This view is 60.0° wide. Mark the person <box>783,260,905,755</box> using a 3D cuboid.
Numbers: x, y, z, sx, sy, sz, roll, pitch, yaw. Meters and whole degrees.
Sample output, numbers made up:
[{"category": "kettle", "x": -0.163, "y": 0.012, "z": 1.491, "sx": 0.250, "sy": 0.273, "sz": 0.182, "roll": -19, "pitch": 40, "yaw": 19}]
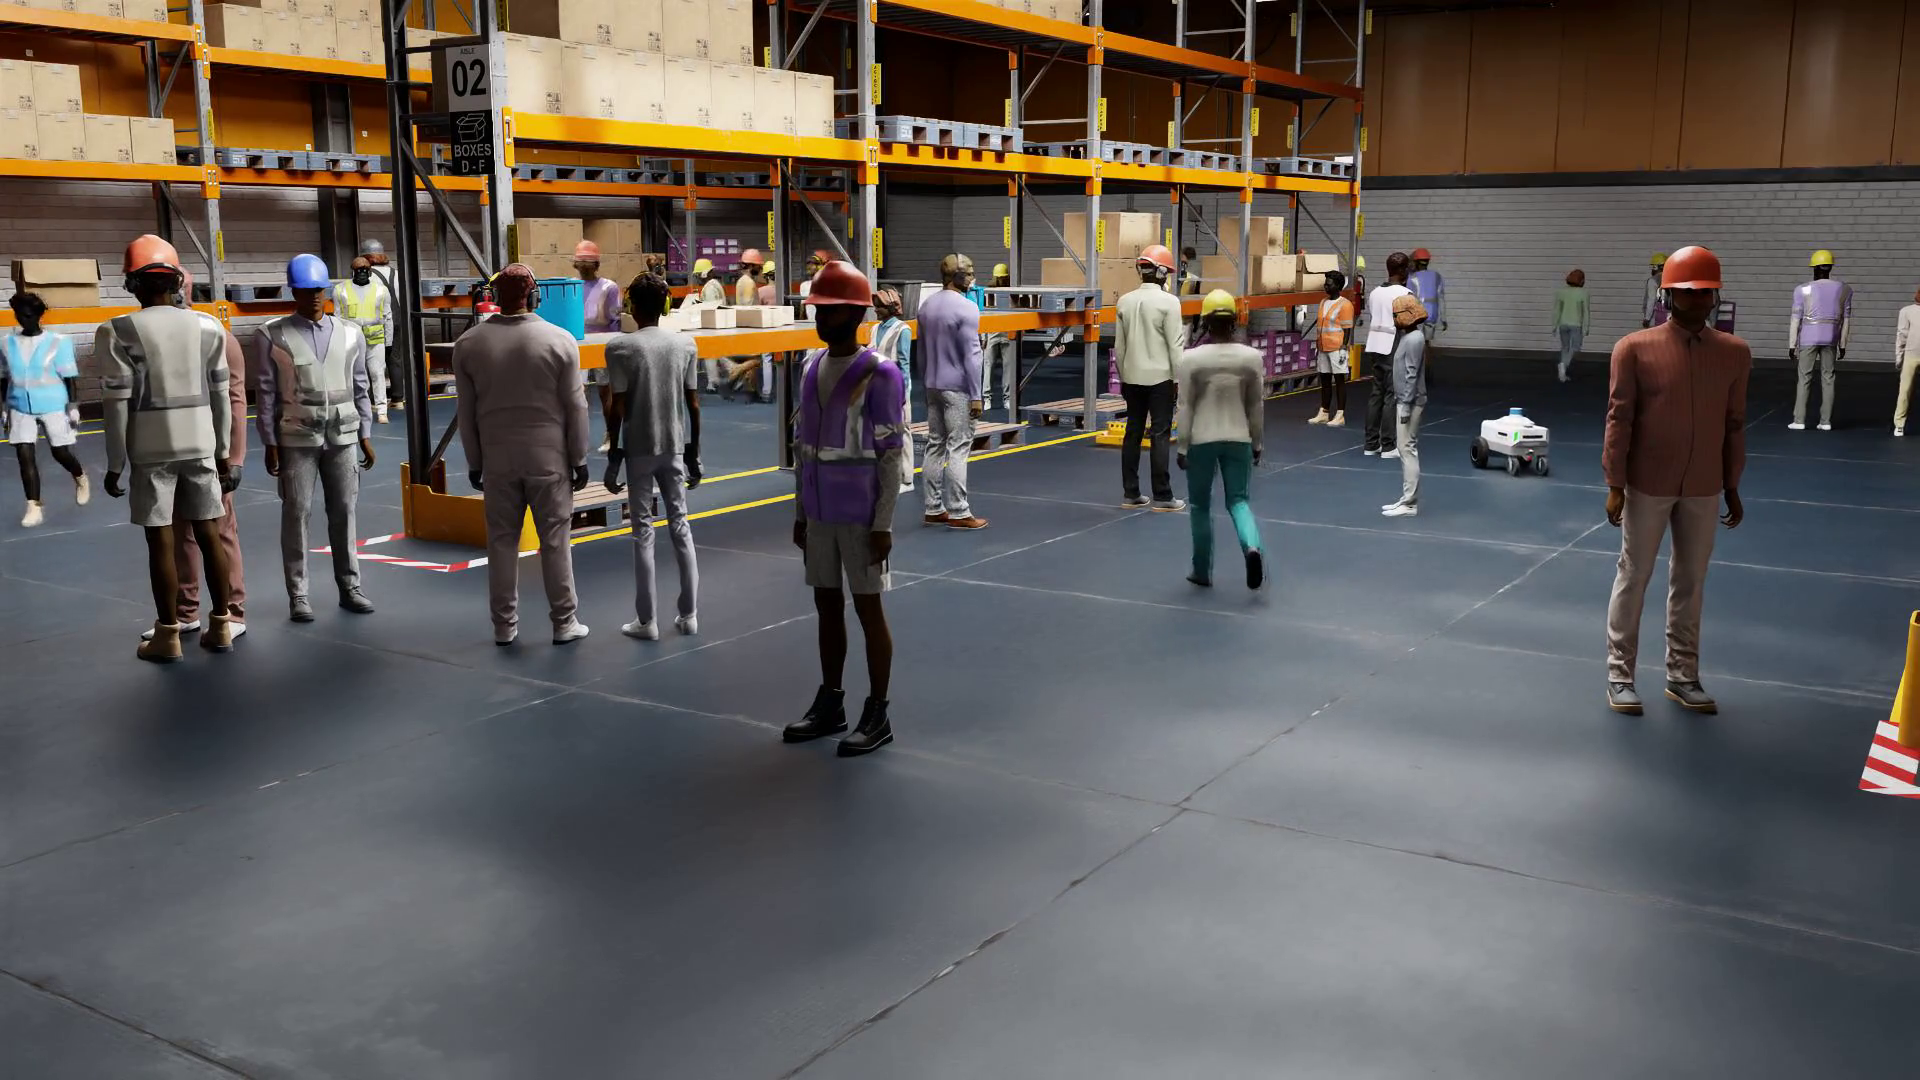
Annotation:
[{"category": "person", "x": -0.468, "y": -0.123, "z": 6.588, "sx": 0.547, "sy": 1.942, "sz": 0.350, "roll": 9, "pitch": 13, "yaw": 39}]

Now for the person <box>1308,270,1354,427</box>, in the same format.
[{"category": "person", "x": 4.054, "y": -2.081, "z": 18.124, "sx": 0.319, "sy": 1.695, "sz": 0.532, "roll": -5, "pitch": 11, "yaw": -26}]

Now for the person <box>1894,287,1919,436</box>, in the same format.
[{"category": "person", "x": 9.888, "y": -1.860, "z": 17.096, "sx": 0.499, "sy": 1.630, "sz": 0.292, "roll": 4, "pitch": 11, "yaw": 22}]

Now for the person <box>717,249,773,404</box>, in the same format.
[{"category": "person", "x": -2.634, "y": -2.594, "z": 20.358, "sx": 0.600, "sy": 1.919, "sz": 0.548, "roll": -3, "pitch": 11, "yaw": -16}]

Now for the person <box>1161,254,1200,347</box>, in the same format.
[{"category": "person", "x": 3.022, "y": -3.043, "z": 23.075, "sx": 0.626, "sy": 1.837, "sz": 0.428, "roll": 0, "pitch": 10, "yaw": 2}]

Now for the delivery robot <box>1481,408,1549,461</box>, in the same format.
[{"category": "delivery robot", "x": 4.851, "y": -0.913, "z": 14.548, "sx": 0.477, "sy": 0.478, "sz": 0.707, "roll": -1, "pitch": 10, "yaw": -7}]

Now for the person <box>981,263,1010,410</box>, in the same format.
[{"category": "person", "x": 0.483, "y": -2.421, "z": 19.868, "sx": 0.486, "sy": 1.744, "sz": 0.294, "roll": -2, "pitch": 10, "yaw": -13}]

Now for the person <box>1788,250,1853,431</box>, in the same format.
[{"category": "person", "x": 9.140, "y": -2.119, "z": 17.727, "sx": 0.592, "sy": 1.919, "sz": 0.398, "roll": 2, "pitch": 10, "yaw": 11}]

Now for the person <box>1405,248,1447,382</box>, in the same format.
[{"category": "person", "x": 6.455, "y": -3.108, "z": 23.226, "sx": 0.624, "sy": 1.904, "sz": 0.685, "roll": -1, "pitch": 10, "yaw": -3}]

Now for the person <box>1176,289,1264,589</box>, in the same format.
[{"category": "person", "x": 1.511, "y": -0.559, "z": 9.533, "sx": 0.532, "sy": 1.745, "sz": 0.660, "roll": -2, "pitch": 10, "yaw": -10}]

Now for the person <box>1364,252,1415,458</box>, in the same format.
[{"category": "person", "x": 4.002, "y": -1.718, "z": 15.529, "sx": 0.392, "sy": 1.911, "sz": 0.581, "roll": -3, "pitch": 11, "yaw": -18}]

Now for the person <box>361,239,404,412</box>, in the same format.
[{"category": "person", "x": -6.914, "y": -2.537, "z": 19.686, "sx": 0.538, "sy": 2.000, "sz": 0.681, "roll": 5, "pitch": 12, "yaw": 28}]

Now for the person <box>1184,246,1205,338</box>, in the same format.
[{"category": "person", "x": 4.064, "y": -4.166, "z": 29.084, "sx": 0.672, "sy": 1.911, "sz": 0.470, "roll": 0, "pitch": 10, "yaw": -1}]

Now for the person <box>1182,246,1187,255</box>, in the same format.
[{"category": "person", "x": 3.897, "y": -4.235, "z": 29.464, "sx": 0.434, "sy": 1.936, "sz": 0.622, "roll": 5, "pitch": 11, "yaw": 26}]

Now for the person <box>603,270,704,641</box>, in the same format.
[{"category": "person", "x": -1.559, "y": -0.423, "z": 8.453, "sx": 0.535, "sy": 1.868, "sz": 0.309, "roll": -7, "pitch": 12, "yaw": -32}]

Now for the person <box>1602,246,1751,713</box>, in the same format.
[{"category": "person", "x": 3.059, "y": -0.246, "z": 7.121, "sx": 0.613, "sy": 1.994, "sz": 0.381, "roll": -1, "pitch": 10, "yaw": -3}]

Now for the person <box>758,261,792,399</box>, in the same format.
[{"category": "person", "x": -2.390, "y": -2.667, "z": 21.205, "sx": 0.523, "sy": 1.759, "sz": 0.351, "roll": -6, "pitch": 12, "yaw": -29}]

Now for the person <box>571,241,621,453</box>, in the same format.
[{"category": "person", "x": -3.502, "y": -1.784, "z": 15.692, "sx": 0.626, "sy": 2.031, "sz": 0.664, "roll": 2, "pitch": 10, "yaw": 9}]

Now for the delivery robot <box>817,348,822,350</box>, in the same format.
[{"category": "delivery robot", "x": -1.936, "y": -2.586, "z": 23.817, "sx": 0.477, "sy": 0.478, "sz": 0.707, "roll": 2, "pitch": 10, "yaw": 11}]

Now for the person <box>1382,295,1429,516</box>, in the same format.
[{"category": "person", "x": 3.287, "y": -0.989, "z": 12.269, "sx": 0.295, "sy": 1.622, "sz": 0.510, "roll": 2, "pitch": 10, "yaw": 9}]

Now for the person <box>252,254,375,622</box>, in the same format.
[{"category": "person", "x": -3.448, "y": -0.548, "z": 8.922, "sx": 0.609, "sy": 1.948, "sz": 0.389, "roll": -9, "pitch": 13, "yaw": -40}]

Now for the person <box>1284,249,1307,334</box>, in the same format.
[{"category": "person", "x": 5.313, "y": -3.654, "z": 26.341, "sx": 0.345, "sy": 1.878, "sz": 0.578, "roll": 9, "pitch": 13, "yaw": 40}]

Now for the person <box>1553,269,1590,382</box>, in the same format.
[{"category": "person", "x": 8.644, "y": -3.032, "z": 23.608, "sx": 0.529, "sy": 1.611, "sz": 0.568, "roll": 10, "pitch": 14, "yaw": 43}]

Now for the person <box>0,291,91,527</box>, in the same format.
[{"category": "person", "x": -6.605, "y": -0.961, "z": 11.983, "sx": 0.542, "sy": 1.669, "sz": 0.703, "roll": -2, "pitch": 10, "yaw": -9}]

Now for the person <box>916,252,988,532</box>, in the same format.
[{"category": "person", "x": -0.060, "y": -1.028, "z": 11.611, "sx": 0.353, "sy": 1.936, "sz": 0.633, "roll": -8, "pitch": 13, "yaw": -36}]

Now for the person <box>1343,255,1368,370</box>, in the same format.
[{"category": "person", "x": 6.025, "y": -3.458, "z": 25.517, "sx": 0.602, "sy": 1.782, "sz": 0.843, "roll": -5, "pitch": 12, "yaw": -28}]

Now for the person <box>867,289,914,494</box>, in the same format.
[{"category": "person", "x": -0.558, "y": -1.186, "z": 13.335, "sx": 0.311, "sy": 1.634, "sz": 0.514, "roll": -8, "pitch": 13, "yaw": -38}]

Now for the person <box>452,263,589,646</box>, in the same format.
[{"category": "person", "x": -2.163, "y": -0.415, "z": 8.305, "sx": 0.643, "sy": 1.908, "sz": 0.410, "roll": 0, "pitch": 10, "yaw": -1}]

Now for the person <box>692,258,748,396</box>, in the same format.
[{"category": "person", "x": -3.138, "y": -2.754, "z": 21.590, "sx": 0.645, "sy": 1.798, "sz": 0.599, "roll": 0, "pitch": 10, "yaw": -1}]

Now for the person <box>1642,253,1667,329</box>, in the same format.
[{"category": "person", "x": 10.356, "y": -3.341, "z": 24.723, "sx": 0.600, "sy": 1.829, "sz": 0.404, "roll": -7, "pitch": 12, "yaw": -34}]

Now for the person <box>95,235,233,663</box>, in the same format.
[{"category": "person", "x": -3.812, "y": -0.429, "z": 8.001, "sx": 0.377, "sy": 2.045, "sz": 0.605, "roll": 9, "pitch": 14, "yaw": 41}]

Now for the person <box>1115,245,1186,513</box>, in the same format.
[{"category": "person", "x": 1.435, "y": -1.200, "z": 12.428, "sx": 0.392, "sy": 1.986, "sz": 0.611, "roll": -10, "pitch": 14, "yaw": -44}]

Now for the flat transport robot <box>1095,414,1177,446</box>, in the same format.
[{"category": "flat transport robot", "x": 1.947, "y": -1.121, "z": 16.744, "sx": 0.652, "sy": 0.197, "sz": 1.431, "roll": 5, "pitch": 12, "yaw": 28}]

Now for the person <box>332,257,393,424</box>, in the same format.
[{"category": "person", "x": -6.569, "y": -2.188, "z": 18.339, "sx": 0.624, "sy": 1.837, "sz": 0.429, "roll": -3, "pitch": 11, "yaw": -19}]

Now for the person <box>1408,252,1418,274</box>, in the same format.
[{"category": "person", "x": 7.154, "y": -3.611, "z": 26.238, "sx": 0.653, "sy": 1.828, "sz": 1.031, "roll": 8, "pitch": 13, "yaw": 36}]

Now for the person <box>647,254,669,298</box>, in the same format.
[{"category": "person", "x": -3.792, "y": -2.646, "z": 20.836, "sx": 0.508, "sy": 1.846, "sz": 0.342, "roll": 8, "pitch": 13, "yaw": 37}]

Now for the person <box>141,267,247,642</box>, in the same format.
[{"category": "person", "x": -3.886, "y": -0.418, "z": 8.327, "sx": 0.651, "sy": 1.904, "sz": 0.401, "roll": 3, "pitch": 11, "yaw": 19}]

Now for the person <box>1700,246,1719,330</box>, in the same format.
[{"category": "person", "x": 9.576, "y": -2.839, "z": 21.644, "sx": 0.372, "sy": 1.940, "sz": 0.631, "roll": -6, "pitch": 12, "yaw": -31}]

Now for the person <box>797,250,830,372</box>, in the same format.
[{"category": "person", "x": -1.917, "y": -3.403, "z": 24.997, "sx": 1.012, "sy": 1.885, "sz": 0.554, "roll": -1, "pitch": 10, "yaw": -3}]

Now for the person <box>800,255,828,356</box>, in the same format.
[{"category": "person", "x": -1.680, "y": -2.500, "z": 20.039, "sx": 0.517, "sy": 1.844, "sz": 0.527, "roll": 1, "pitch": 10, "yaw": 8}]
